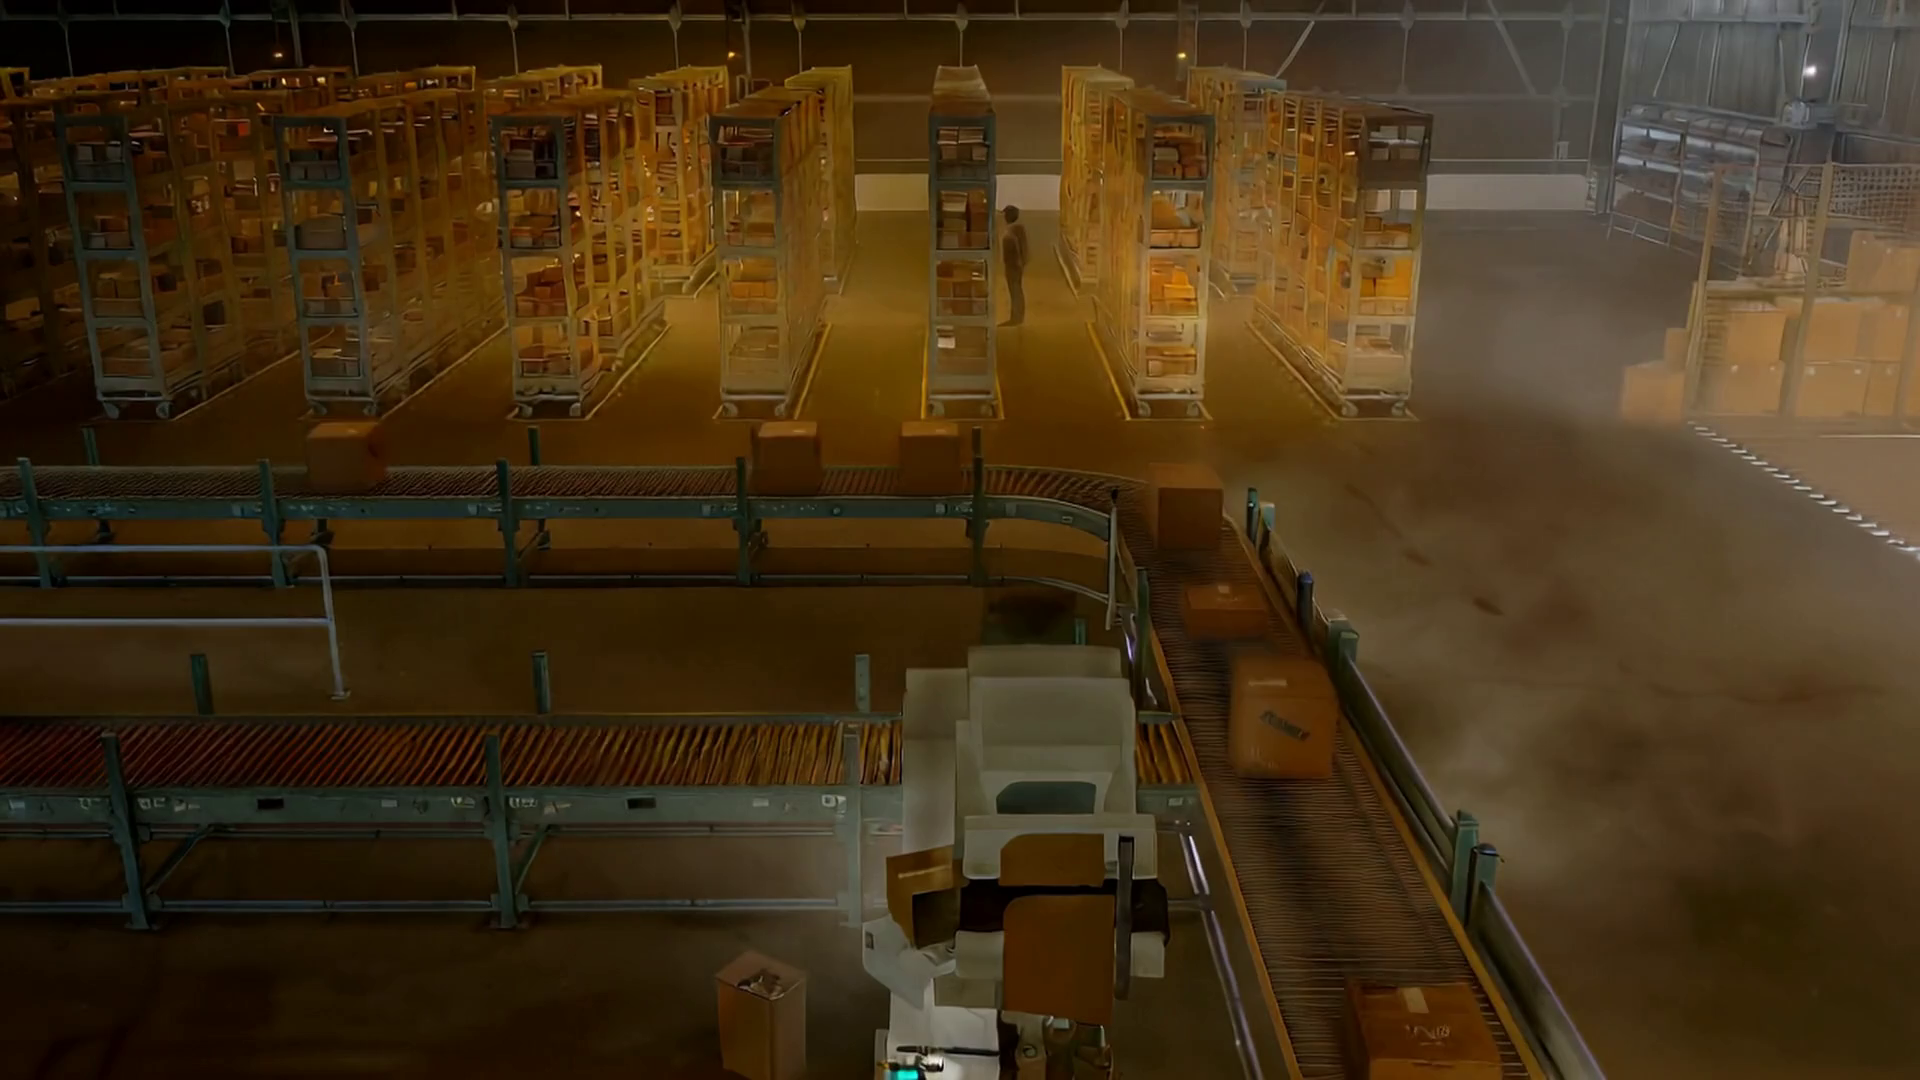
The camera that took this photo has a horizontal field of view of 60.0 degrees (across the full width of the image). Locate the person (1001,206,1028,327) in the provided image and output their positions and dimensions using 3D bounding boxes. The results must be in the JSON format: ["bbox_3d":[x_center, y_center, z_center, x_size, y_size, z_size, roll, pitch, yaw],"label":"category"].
[{"bbox_3d":[0.843,-4.218,25.643,0.384,1.845,0.565,8,19,22],"label":"person"}]

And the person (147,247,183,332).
[{"bbox_3d":[-11.460,-3.709,24.155,0.596,1.791,0.850,-2,18,-5],"label":"person"}]
